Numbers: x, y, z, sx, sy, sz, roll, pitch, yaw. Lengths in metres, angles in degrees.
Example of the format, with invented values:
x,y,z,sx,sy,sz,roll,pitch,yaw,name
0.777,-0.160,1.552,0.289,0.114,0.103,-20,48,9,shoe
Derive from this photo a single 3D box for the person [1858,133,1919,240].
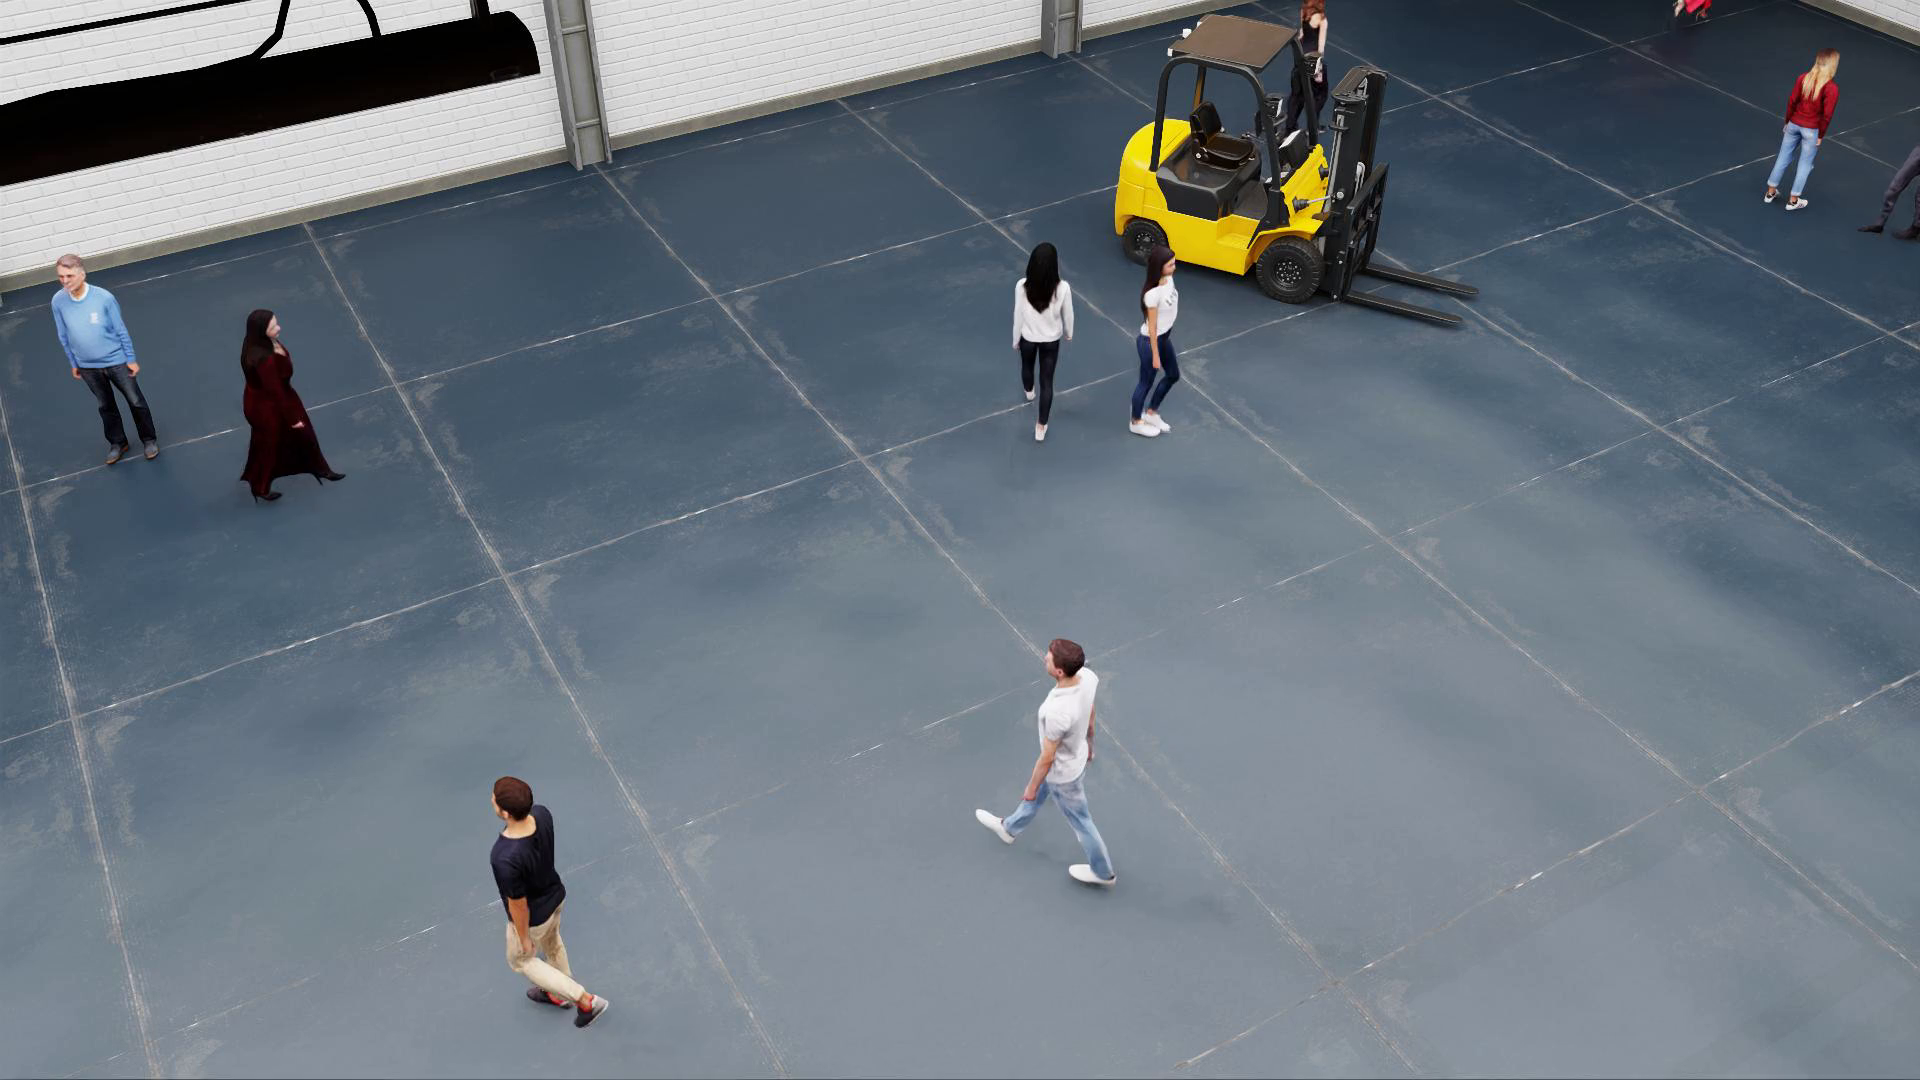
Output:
x,y,z,sx,sy,sz,roll,pitch,yaw,name
9.368,-3.641,15.922,0.917,1.751,0.788,-2,39,-3,person

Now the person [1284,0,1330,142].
x,y,z,sx,sy,sz,roll,pitch,yaw,name
3.642,-5.075,17.731,0.760,1.736,0.640,-24,44,-27,person

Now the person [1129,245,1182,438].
x,y,z,sx,sy,sz,roll,pitch,yaw,name
1.471,-1.586,13.340,0.794,1.763,0.713,15,41,18,person

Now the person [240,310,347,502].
x,y,z,sx,sy,sz,roll,pitch,yaw,name
-5.318,-0.983,12.639,1.034,1.696,0.795,-17,42,-20,person

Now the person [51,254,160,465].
x,y,z,sx,sy,sz,roll,pitch,yaw,name
-6.768,-1.450,13.124,0.639,1.820,0.790,-5,39,-7,person

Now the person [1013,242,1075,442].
x,y,z,sx,sy,sz,roll,pitch,yaw,name
0.645,-1.565,13.391,1.066,1.666,1.061,4,39,4,person

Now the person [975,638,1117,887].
x,y,z,sx,sy,sz,roll,pitch,yaw,name
0.689,1.354,9.638,1.199,1.789,1.221,14,41,17,person

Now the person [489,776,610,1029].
x,y,z,sx,sy,sz,roll,pitch,yaw,name
-2.183,1.956,8.841,0.956,1.842,0.903,11,40,14,person

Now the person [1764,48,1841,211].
x,y,z,sx,sy,sz,roll,pitch,yaw,name
8.444,-4.113,16.608,0.548,1.634,0.622,-26,45,-29,person
